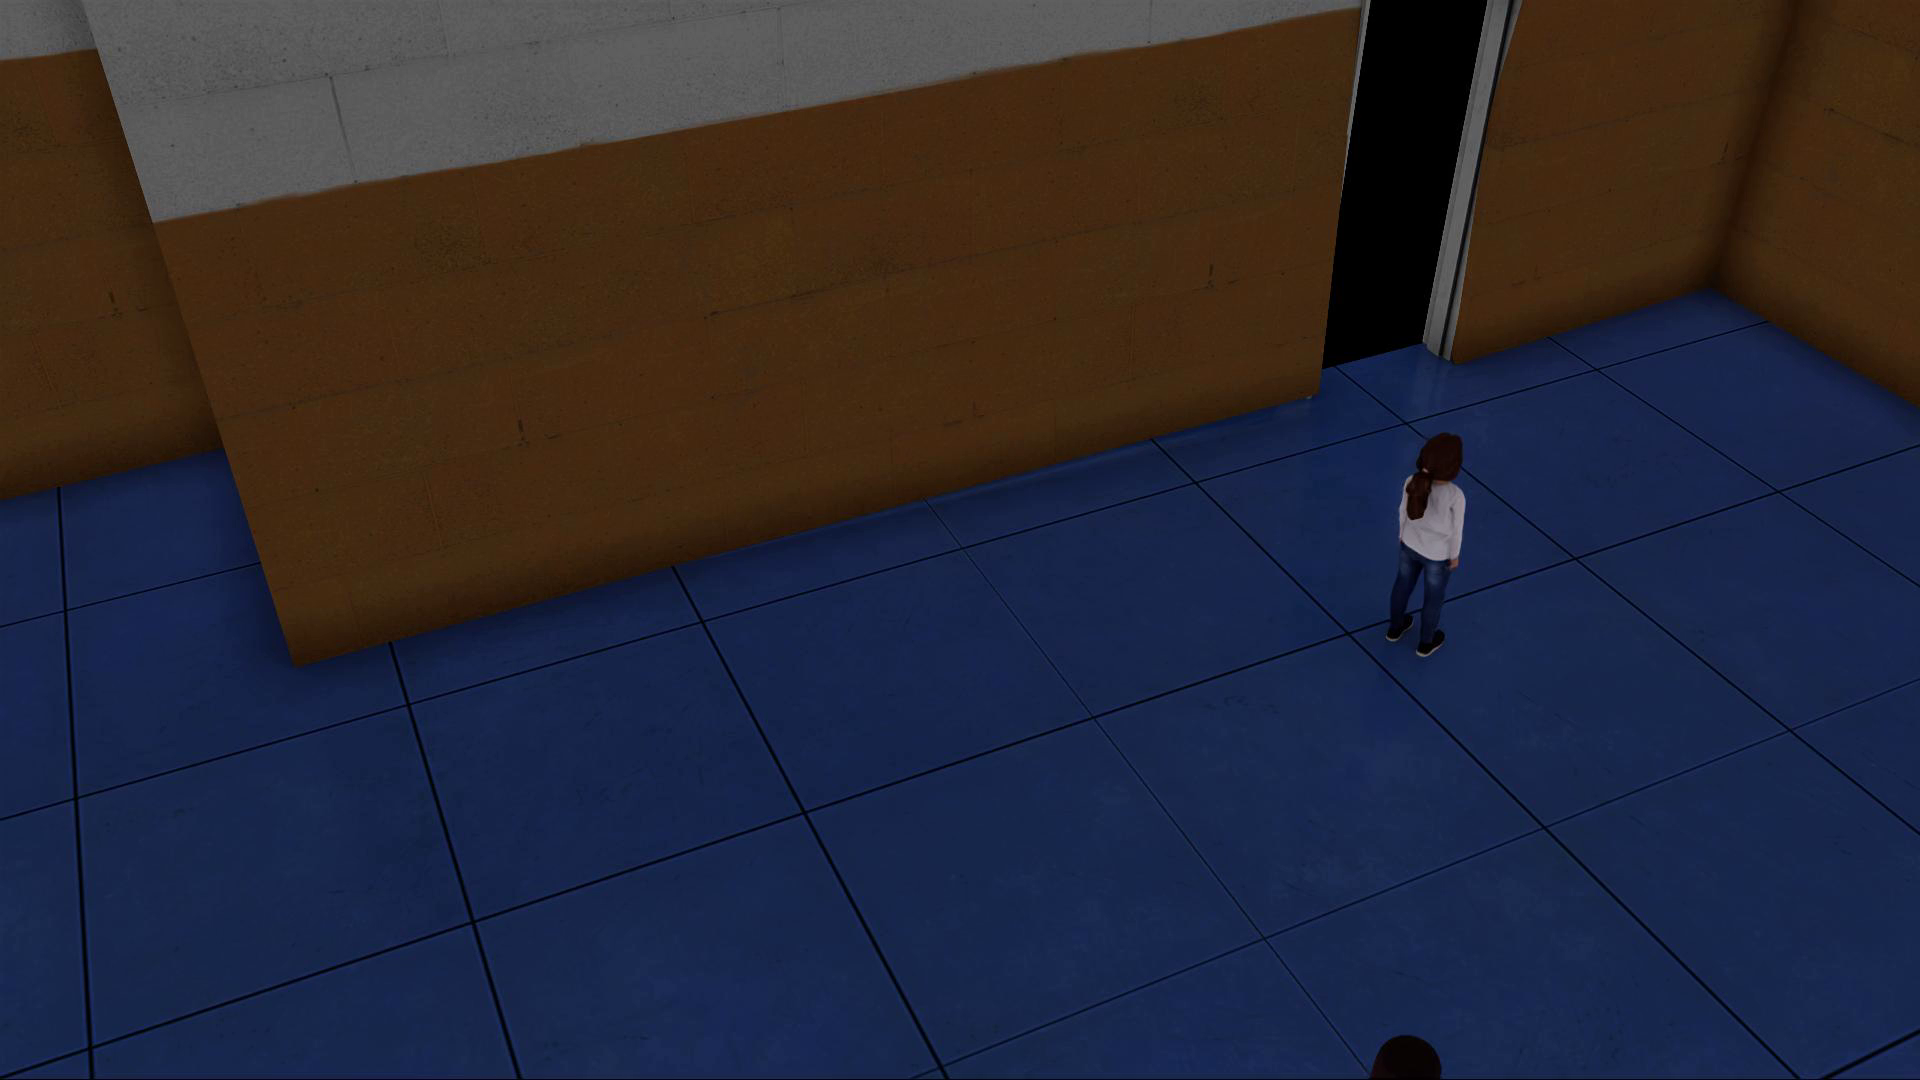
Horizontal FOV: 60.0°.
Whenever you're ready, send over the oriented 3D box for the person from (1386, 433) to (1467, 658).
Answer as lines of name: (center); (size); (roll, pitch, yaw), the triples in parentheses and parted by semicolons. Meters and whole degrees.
person: (2.029, 0.014, 7.253); (0.506, 1.112, 0.578); (29, 46, 33)
